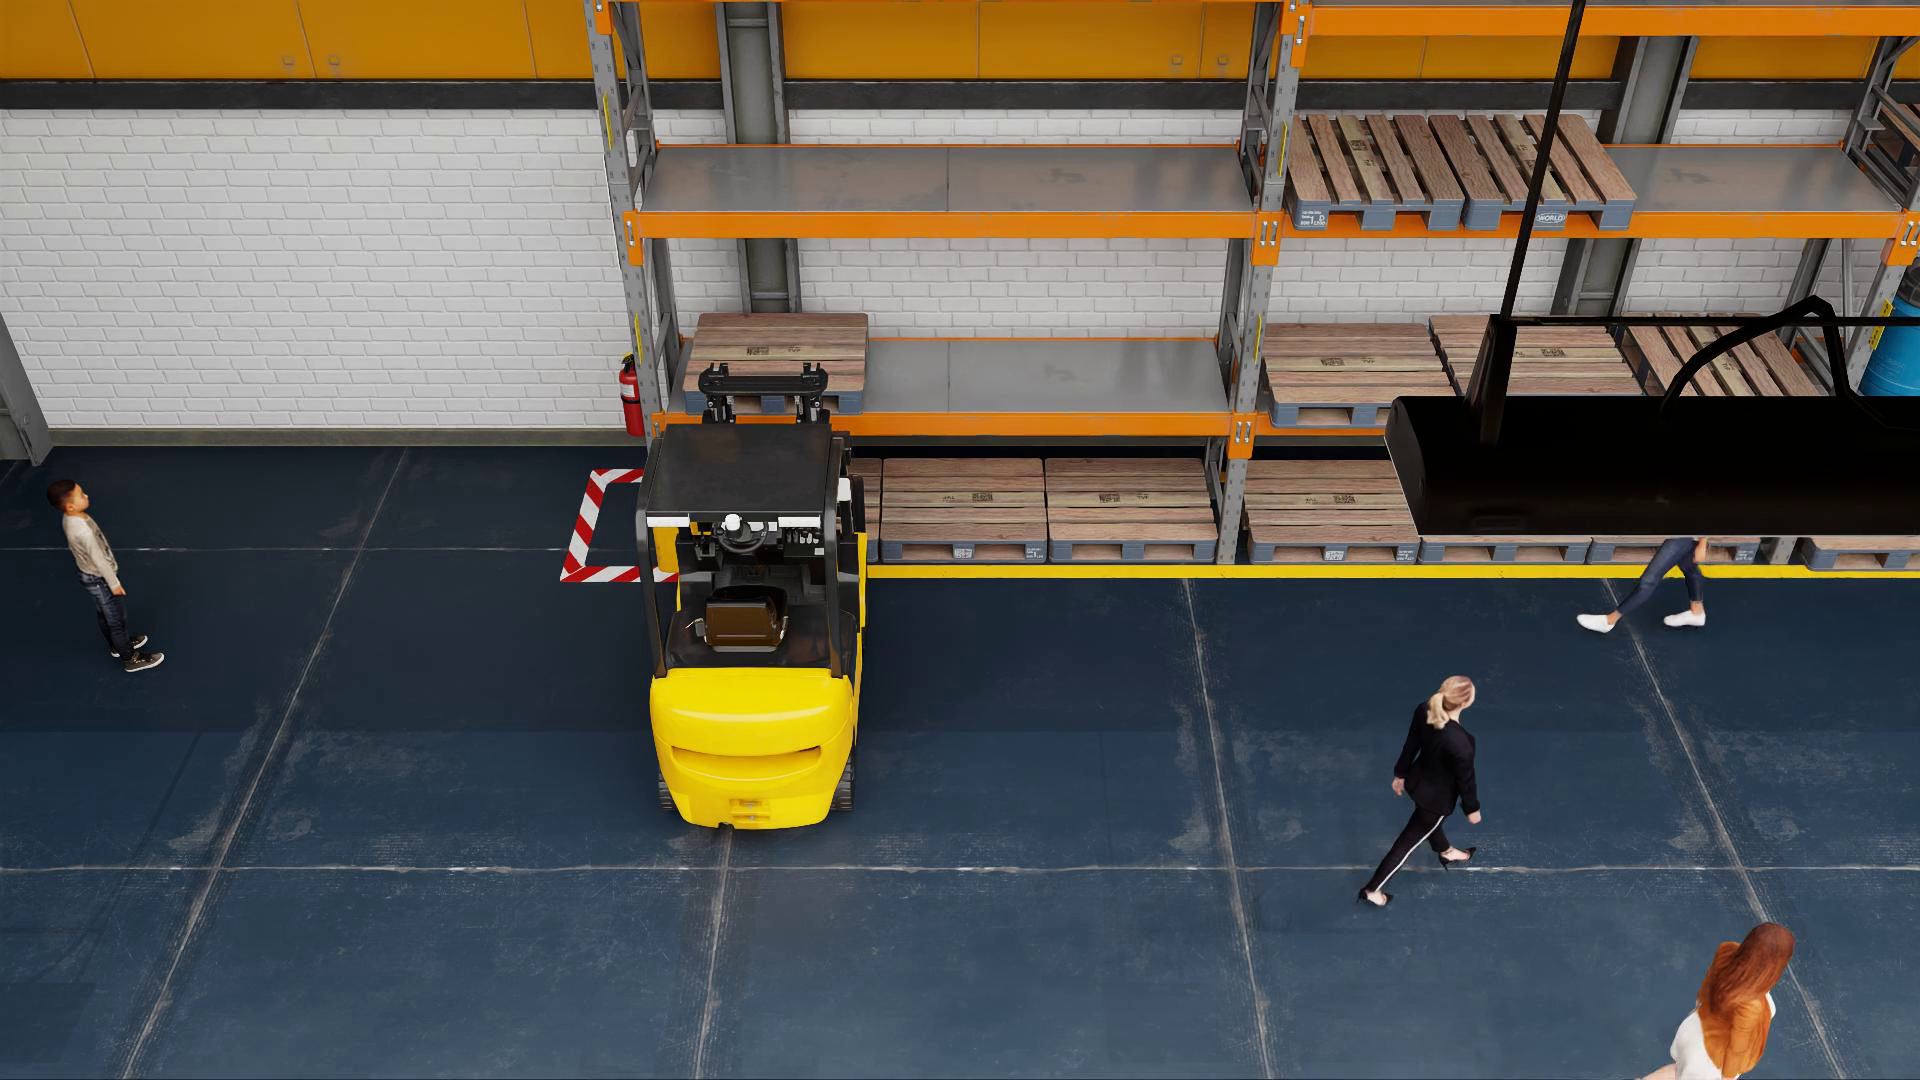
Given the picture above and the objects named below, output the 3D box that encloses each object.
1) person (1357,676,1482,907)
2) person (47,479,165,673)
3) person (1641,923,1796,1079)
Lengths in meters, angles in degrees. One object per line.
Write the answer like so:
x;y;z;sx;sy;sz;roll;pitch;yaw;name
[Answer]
2.488;1.441;9.098;1.109;1.666;0.824;-11;40;-14;person
-5.593;0.218;10.792;0.675;1.463;0.627;-29;47;-31;person
3.472;2.397;7.870;0.807;1.704;0.650;4;39;5;person
